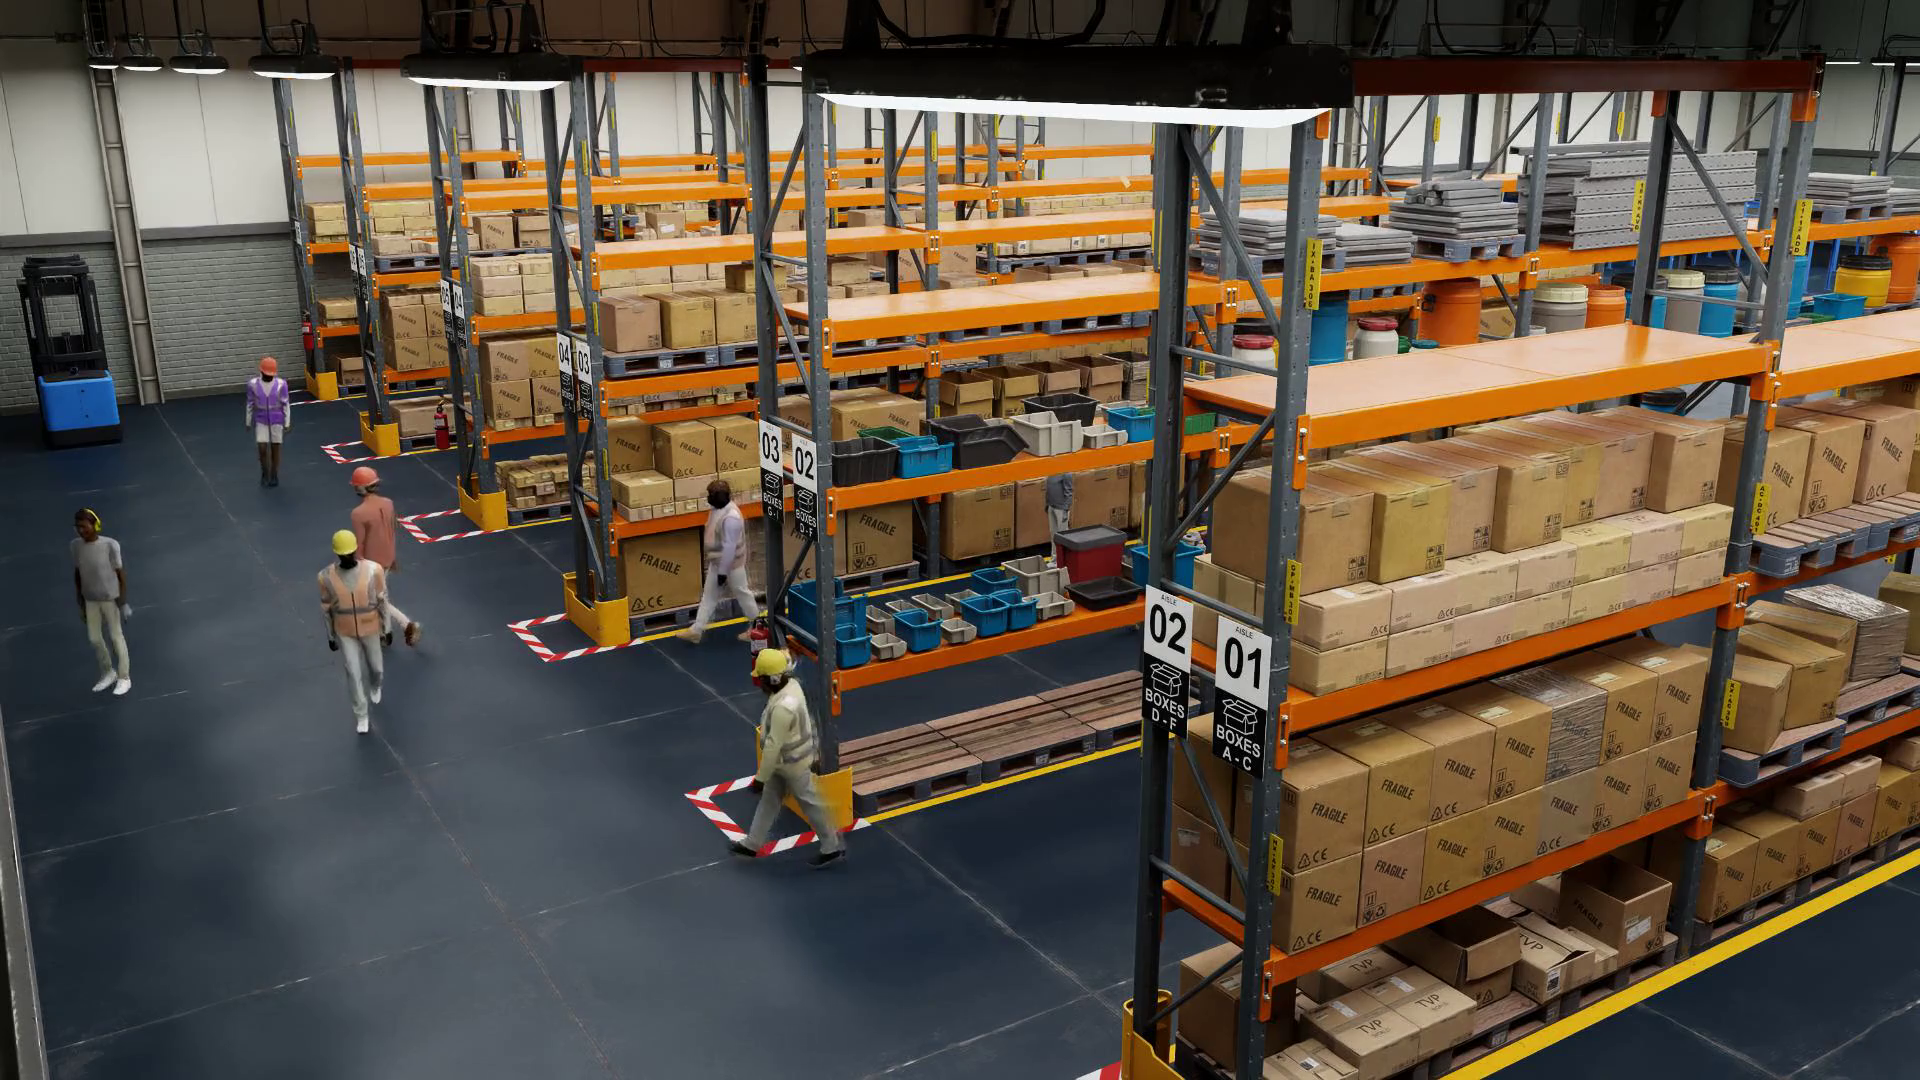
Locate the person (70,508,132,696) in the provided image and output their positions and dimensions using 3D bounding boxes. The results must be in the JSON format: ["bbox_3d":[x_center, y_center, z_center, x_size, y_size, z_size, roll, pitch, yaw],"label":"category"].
[{"bbox_3d":[-8.338,0.586,15.335,0.551,1.873,0.333,1,17,2],"label":"person"}]

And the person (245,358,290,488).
[{"bbox_3d":[-9.967,-1.685,22.737,0.633,1.887,0.657,-7,18,-23],"label":"person"}]

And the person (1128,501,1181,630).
[{"bbox_3d":[2.152,0.063,17.127,0.949,1.830,0.520,-13,21,-37],"label":"person"}]

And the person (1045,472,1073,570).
[{"bbox_3d":[1.166,-0.380,18.889,0.279,1.633,0.499,-8,19,-26],"label":"person"}]

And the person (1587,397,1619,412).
[{"bbox_3d":[10.997,-2.887,26.684,0.556,1.902,0.977,-10,20,-30],"label":"person"}]

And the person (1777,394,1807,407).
[{"bbox_3d":[12.834,-2.181,24.479,0.615,1.827,0.446,2,17,6],"label":"person"}]

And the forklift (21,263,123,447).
[{"bbox_3d":[-14.518,-3.079,25.708,1.129,2.768,1.873,-10,20,-31],"label":"forklift"}]

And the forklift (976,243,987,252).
[{"bbox_3d":[0.988,-5.474,34.718,1.214,2.155,2.313,-10,20,-31],"label":"forklift"}]

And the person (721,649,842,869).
[{"bbox_3d":[-1.349,1.669,11.948,0.950,1.774,0.605,-2,17,-6],"label":"person"}]

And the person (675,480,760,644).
[{"bbox_3d":[-2.514,0.245,16.575,0.948,1.789,0.652,-8,19,-25],"label":"person"}]

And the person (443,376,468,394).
[{"bbox_3d":[-8.563,-2.958,26.858,0.761,1.923,0.618,-10,20,-29],"label":"person"}]

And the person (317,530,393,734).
[{"bbox_3d":[-5.572,0.788,14.595,0.600,1.911,0.680,-6,18,-19],"label":"person"}]

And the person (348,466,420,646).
[{"bbox_3d":[-6.030,0.200,16.424,0.770,1.972,0.621,5,18,15],"label":"person"}]
